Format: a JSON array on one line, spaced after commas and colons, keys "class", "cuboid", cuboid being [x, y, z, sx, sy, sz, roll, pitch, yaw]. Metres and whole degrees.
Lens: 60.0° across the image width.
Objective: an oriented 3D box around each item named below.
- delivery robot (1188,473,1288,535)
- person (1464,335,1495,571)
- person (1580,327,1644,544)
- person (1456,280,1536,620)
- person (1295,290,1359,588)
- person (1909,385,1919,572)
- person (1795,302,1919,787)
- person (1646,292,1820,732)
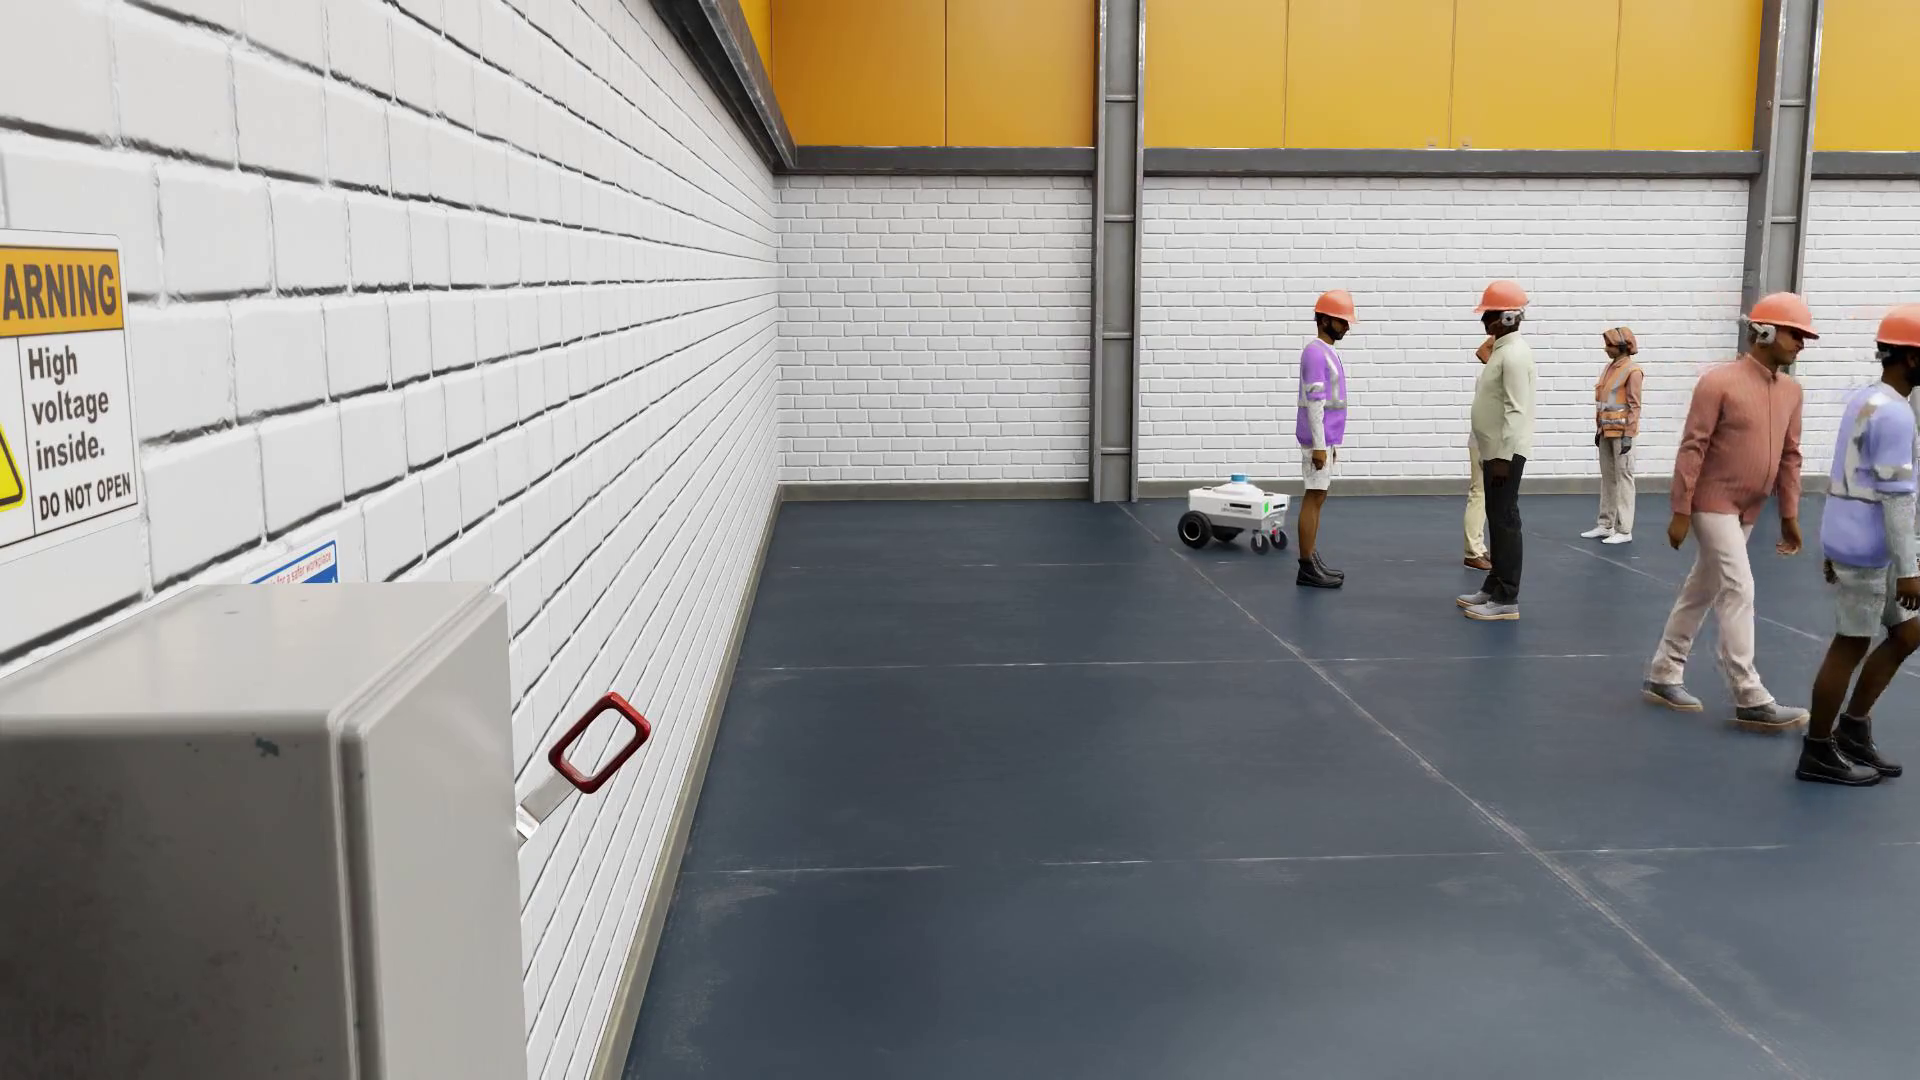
[{"class": "delivery robot", "cuboid": [2.053, -0.252, 12.295, 0.707, 0.478, 0.477, 7, 12, 39]}, {"class": "person", "cuboid": [3.659, -0.613, 11.481, 0.290, 1.632, 0.501, 5, 10, 28]}, {"class": "person", "cuboid": [4.961, -0.789, 12.570, 0.310, 1.639, 0.514, -1, 9, -6]}, {"class": "person", "cuboid": [3.185, -0.528, 9.817, 0.378, 1.995, 0.608, 2, 9, 11]}, {"class": "person", "cuboid": [2.384, -0.658, 10.846, 0.375, 1.927, 0.543, 3, 10, 18]}, {"class": "person", "cuboid": [6.467, -0.677, 11.140, 0.328, 1.873, 0.520, 3, 9, 17]}, {"class": "person", "cuboid": [3.600, 0.039, 6.490, 0.545, 1.914, 0.564, 4, 10, 23]}, {"class": "person", "cuboid": [3.526, -0.131, 7.479, 0.641, 1.939, 0.900, -6, 11, -32]}]
